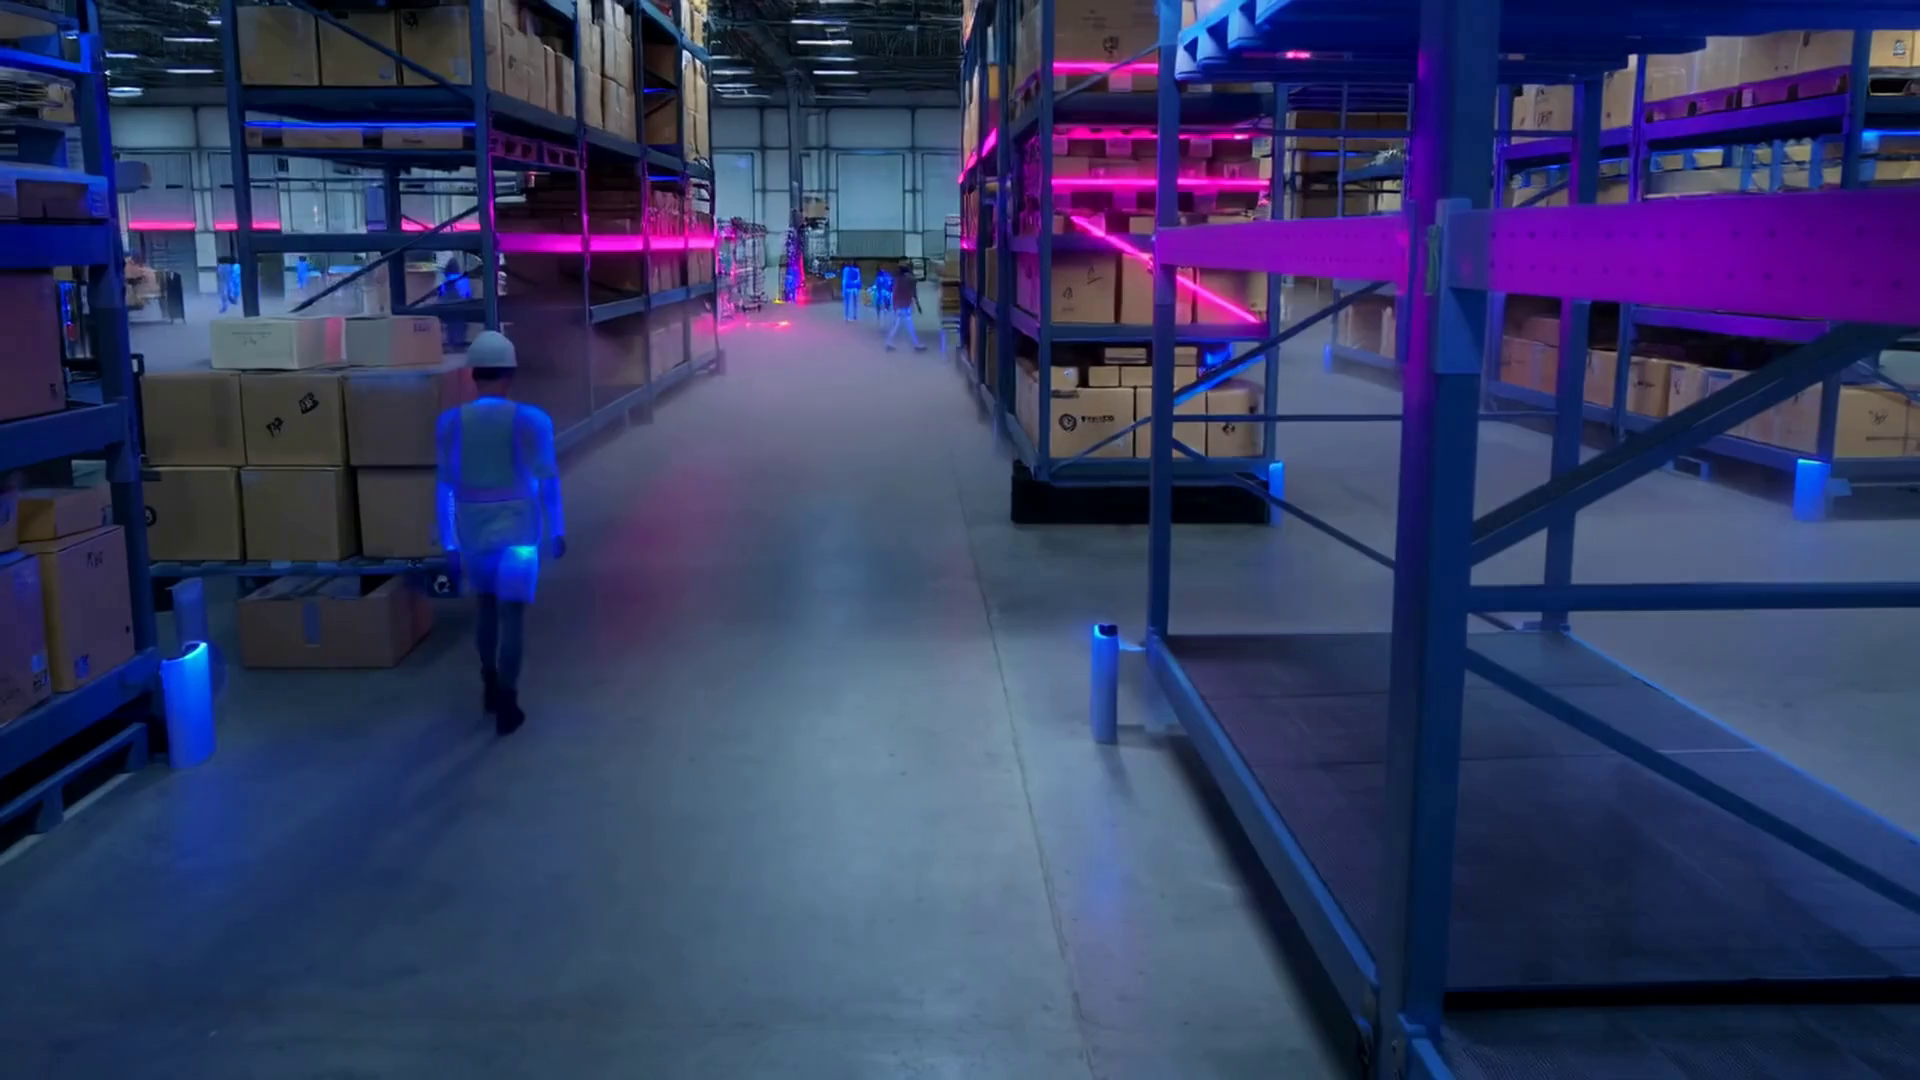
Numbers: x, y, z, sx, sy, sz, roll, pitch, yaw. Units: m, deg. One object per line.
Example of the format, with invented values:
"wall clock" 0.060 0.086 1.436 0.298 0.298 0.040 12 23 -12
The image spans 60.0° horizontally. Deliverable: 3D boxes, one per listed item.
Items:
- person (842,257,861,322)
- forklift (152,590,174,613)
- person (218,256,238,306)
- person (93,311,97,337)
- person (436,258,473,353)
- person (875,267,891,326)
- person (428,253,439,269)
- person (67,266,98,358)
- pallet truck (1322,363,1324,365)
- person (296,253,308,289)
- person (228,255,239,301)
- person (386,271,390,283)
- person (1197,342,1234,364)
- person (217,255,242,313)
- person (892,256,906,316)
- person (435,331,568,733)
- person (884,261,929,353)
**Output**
"person" -3.165 -7.280 48.458 0.575 1.883 0.355 -5 11 -26
"forklift" -5.858 -0.811 9.639 1.873 2.768 1.129 -1 10 -3
"person" -26.599 -9.404 60.451 0.661 1.818 0.728 -4 11 -23
"person" -14.444 -3.625 28.268 0.459 1.816 0.607 8 13 37
"person" -10.123 -4.664 33.442 0.695 2.000 0.654 0 10 -2
"person" -2.120 -6.801 46.489 0.317 1.633 0.604 10 14 43
"person" -19.970 -9.894 62.947 0.722 1.914 0.546 -9 14 -42
"person" -16.737 -4.300 31.756 0.593 1.920 0.392 2 10 9
"pallet truck" 7.712 -4.157 30.737 1.885 1.965 0.823 3 11 16
"person" -27.118 -10.878 68.525 0.993 1.883 0.605 3 11 18
"person" -28.521 -10.276 65.298 0.604 1.823 0.662 1 10 8
"person" -18.739 -8.379 55.125 0.320 1.689 0.539 9 14 41
"person" 3.388 -2.601 22.548 0.629 1.822 0.455 0 10 -1
"person" -24.088 -8.414 54.691 0.636 1.924 0.634 -4 11 -23
"person" -1.708 -7.314 48.565 0.581 1.919 0.394 6 12 31
"person" -2.216 -0.055 8.123 0.554 1.911 0.737 0 10 -1
"person" -1.156 -4.903 35.084 1.061 1.939 0.631 4 11 23
